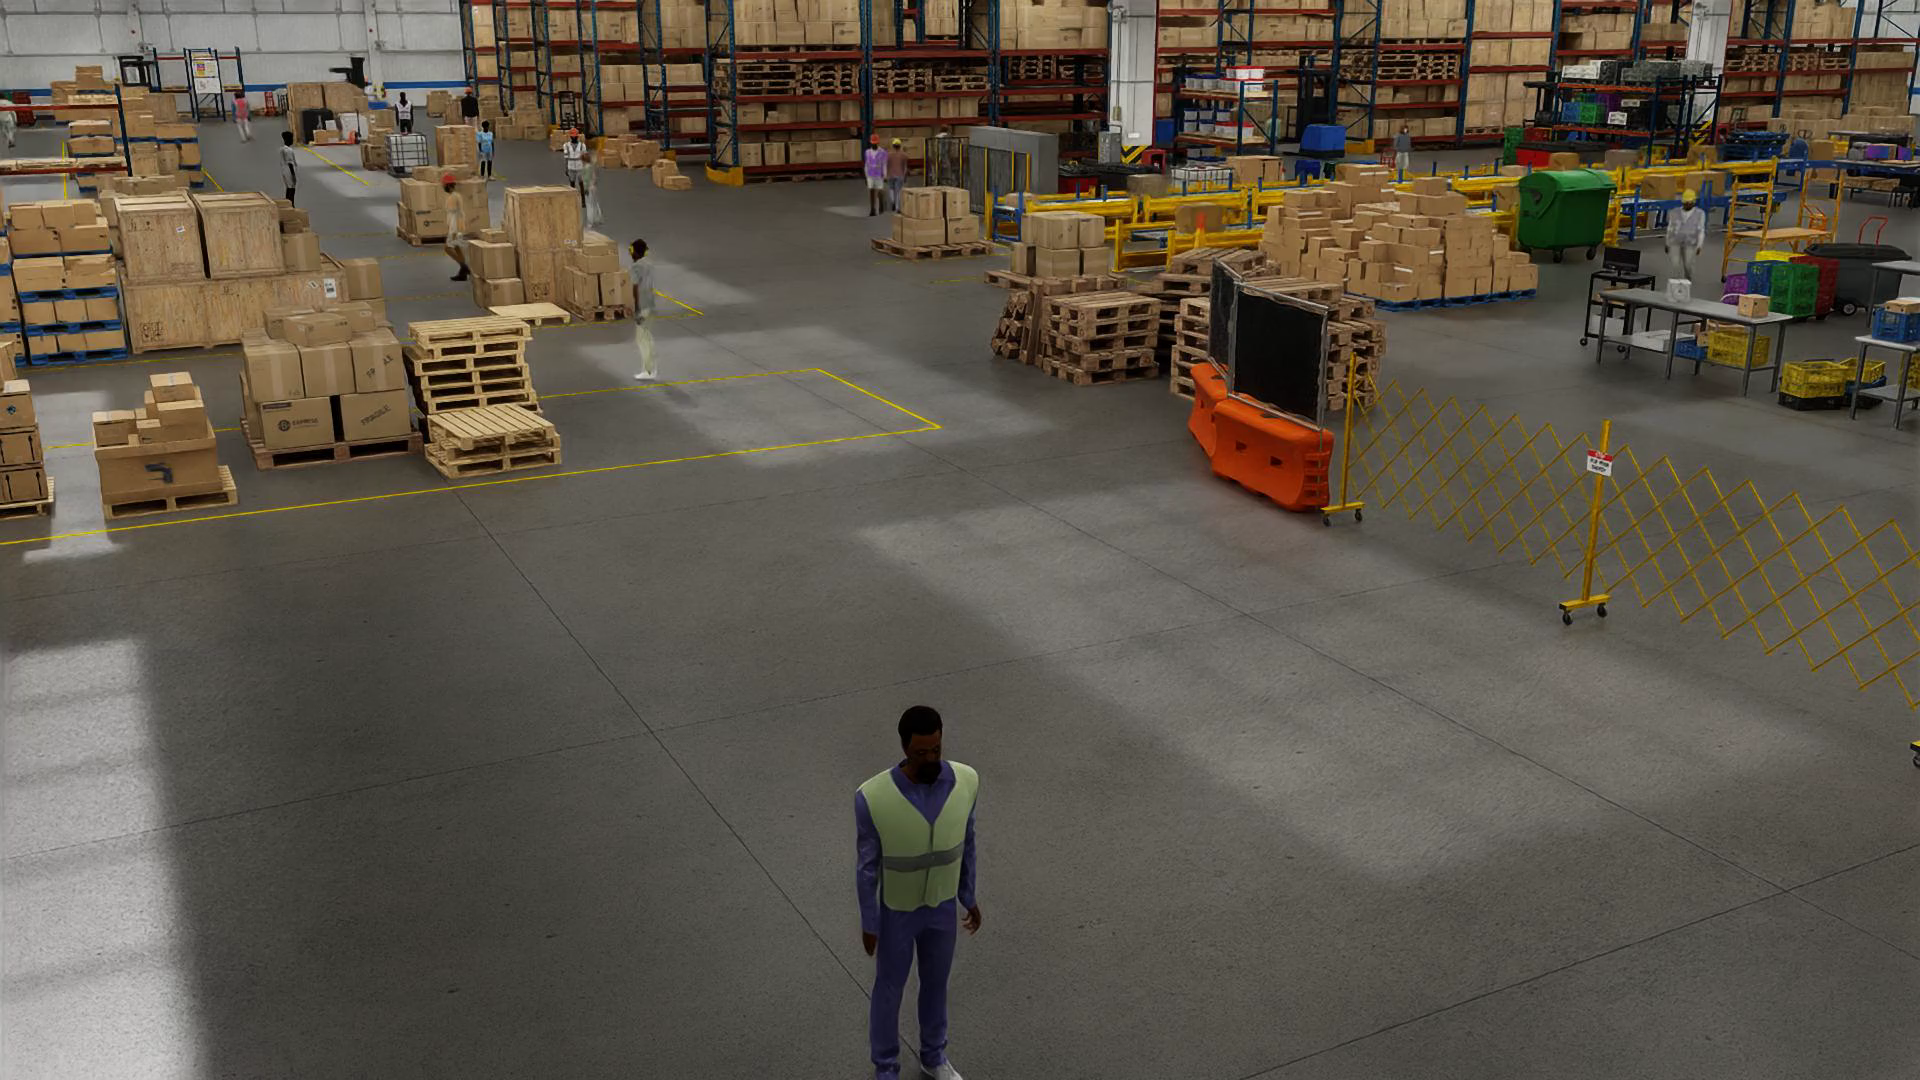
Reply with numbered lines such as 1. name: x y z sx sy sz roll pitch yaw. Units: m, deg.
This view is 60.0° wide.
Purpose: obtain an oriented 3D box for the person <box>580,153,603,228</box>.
1. person: -8.319 -7.873 37.414 0.358 1.619 0.775 1 18 3

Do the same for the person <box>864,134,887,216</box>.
1. person: -1.998 -8.594 39.175 0.568 1.916 0.475 5 19 16

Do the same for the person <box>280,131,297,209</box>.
1. person: -15.866 -8.675 39.376 0.373 1.960 0.608 -12 21 -33

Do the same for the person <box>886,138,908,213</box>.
1. person: -1.519 -8.755 39.951 0.533 1.745 0.645 1 18 2

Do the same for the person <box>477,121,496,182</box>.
1. person: -13.370 -10.969 46.967 0.334 1.686 0.532 14 23 37

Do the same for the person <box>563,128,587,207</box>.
1. person: -9.437 -9.139 40.872 0.540 1.929 0.388 -2 18 -8

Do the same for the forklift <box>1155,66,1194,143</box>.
1. forklift: 7.491 -14.635 56.461 1.873 2.768 1.129 -9 20 -26

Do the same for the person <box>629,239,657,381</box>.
1. person: -4.198 -3.038 22.005 0.457 1.829 0.666 7 19 20

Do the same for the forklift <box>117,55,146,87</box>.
1. forklift: -34.198 -18.635 68.931 1.873 2.768 1.129 16 24 40

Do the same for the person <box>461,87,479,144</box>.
1. person: -17.631 -15.285 59.914 0.612 1.995 0.376 -8 19 -22

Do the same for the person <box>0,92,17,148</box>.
1. person: -33.343 -14.694 58.177 0.652 1.928 0.434 -4 18 -14

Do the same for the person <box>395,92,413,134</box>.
1. person: -19.440 -14.699 58.224 0.592 1.912 0.383 -6 19 -19

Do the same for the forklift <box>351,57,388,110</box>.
1. forklift: -24.072 -17.956 66.815 1.873 2.768 1.129 -9 20 -26

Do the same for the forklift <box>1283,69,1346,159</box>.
1. forklift: 11.615 -13.871 54.079 1.129 2.768 1.873 -9 20 -27

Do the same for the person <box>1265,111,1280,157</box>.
1. person: 9.970 -12.877 53.020 0.512 1.618 0.639 -6 19 -18

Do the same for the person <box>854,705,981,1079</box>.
1. person: -0.184 1.608 7.372 0.590 1.920 0.398 -9 20 -26

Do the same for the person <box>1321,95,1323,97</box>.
1. person: 13.005 -15.097 59.714 0.376 1.755 0.524 -13 22 -36

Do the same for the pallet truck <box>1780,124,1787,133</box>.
1. pallet truck: 25.206 -12.542 52.601 1.601 1.201 0.680 0 18 -2

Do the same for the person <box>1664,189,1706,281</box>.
1. person: 12.390 -5.099 28.458 0.602 1.816 0.622 10 20 28

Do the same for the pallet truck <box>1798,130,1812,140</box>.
1. pallet truck: 25.526 -11.556 49.408 1.630 1.274 0.653 -9 20 -26

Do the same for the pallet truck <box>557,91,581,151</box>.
1. pallet truck: -13.495 -14.412 57.188 0.823 1.965 1.885 -3 18 -9

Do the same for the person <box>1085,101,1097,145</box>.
1. person: 4.499 -14.187 56.972 0.448 1.686 0.548 -10 20 -29

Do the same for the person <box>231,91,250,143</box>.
1. person: -26.065 -15.309 60.257 0.455 1.826 0.649 16 24 41

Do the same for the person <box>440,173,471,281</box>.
1. person: -9.067 -5.584 29.787 0.402 1.920 0.576 -1 18 -3

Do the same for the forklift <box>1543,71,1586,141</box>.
1. forklift: 18.685 -13.231 52.085 1.873 2.768 1.129 -9 20 -26

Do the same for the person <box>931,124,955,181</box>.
1. person: -0.474 -10.989 47.162 0.852 1.596 0.530 -8 20 -24

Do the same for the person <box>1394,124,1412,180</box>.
1. person: 12.462 -10.867 46.780 0.527 1.585 0.839 -3 18 -8

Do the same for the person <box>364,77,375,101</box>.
1. person: -25.024 -18.529 70.151 0.581 1.911 0.738 1 18 2
